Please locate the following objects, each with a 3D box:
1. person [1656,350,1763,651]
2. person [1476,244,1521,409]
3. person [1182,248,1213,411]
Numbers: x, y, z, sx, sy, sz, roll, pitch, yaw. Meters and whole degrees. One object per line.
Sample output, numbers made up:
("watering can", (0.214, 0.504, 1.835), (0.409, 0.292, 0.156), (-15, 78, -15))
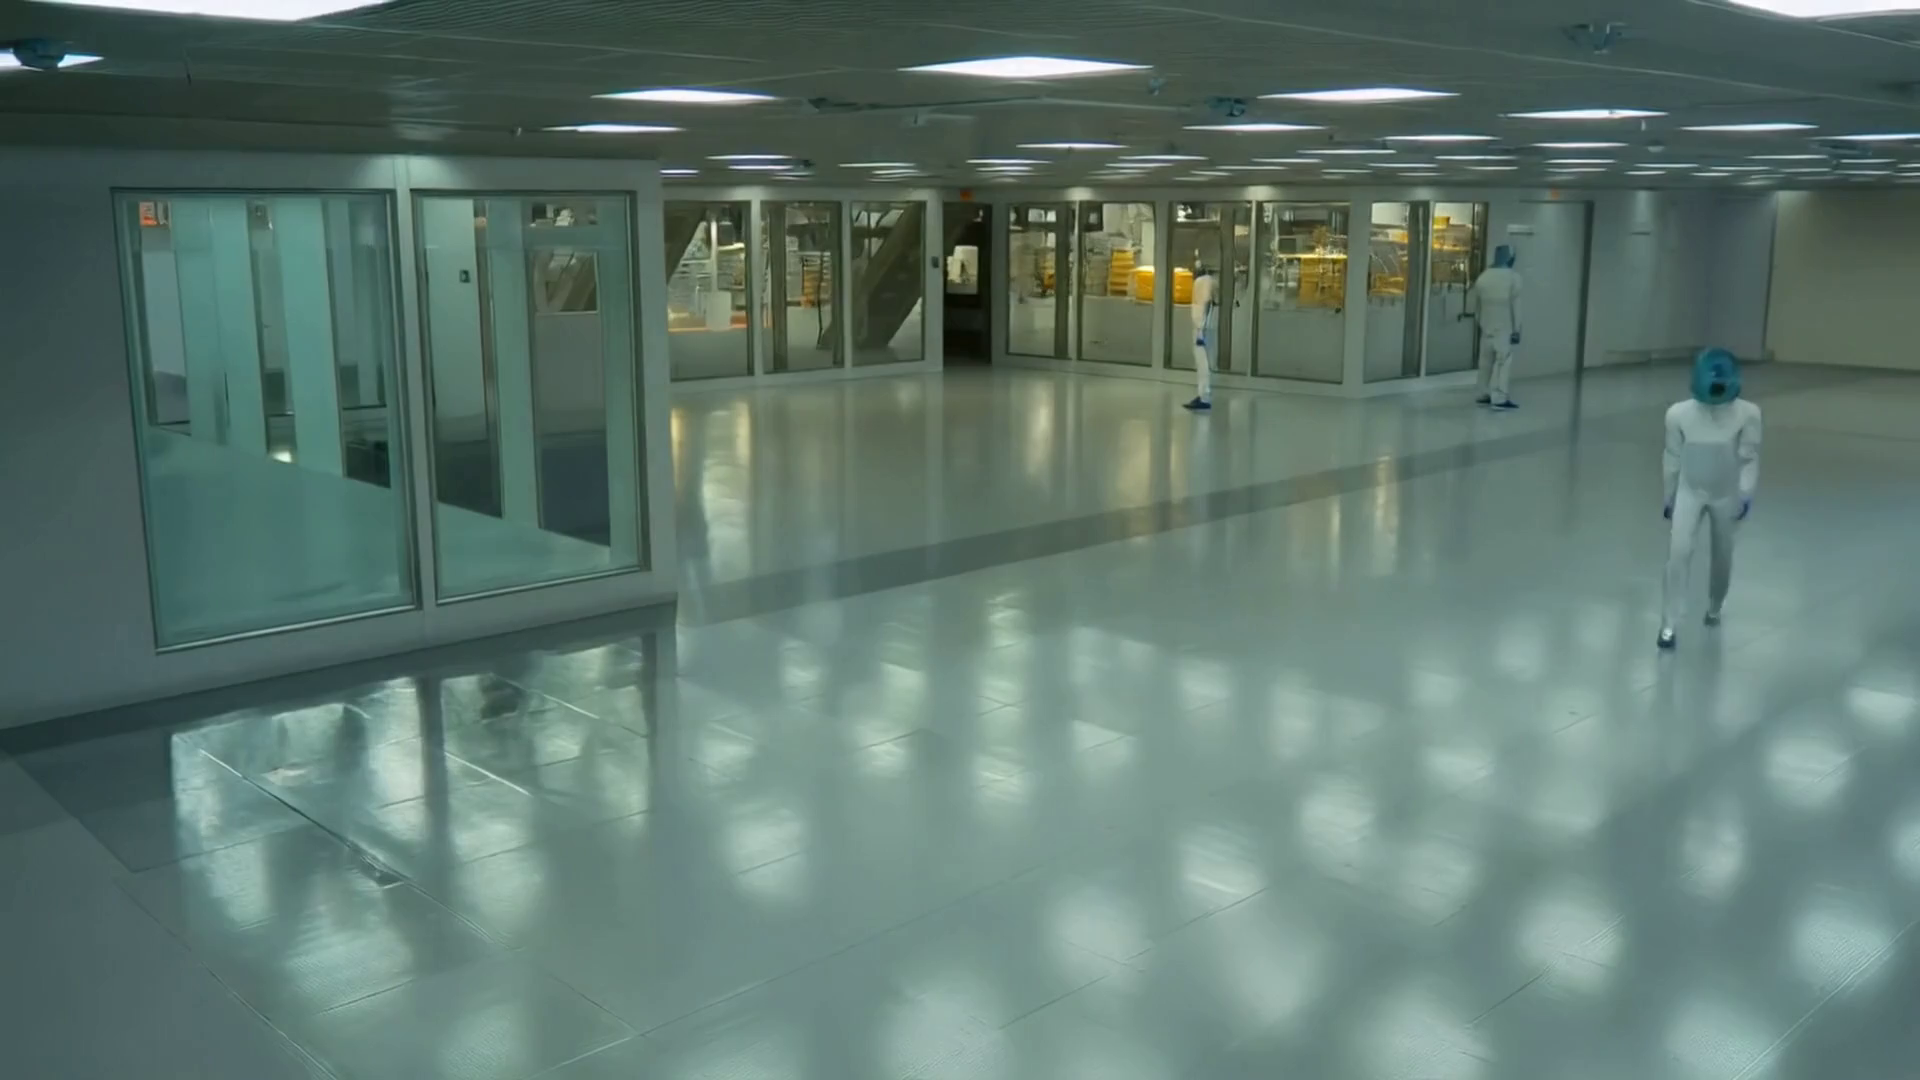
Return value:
("person", (4.054, -0.239, 9.004), (0.496, 1.588, 0.861), (6, 13, 27))
("person", (6.305, -2.483, 19.404), (0.409, 1.907, 0.650), (-5, 12, -24))
("person", (2.764, -2.423, 19.221), (0.317, 1.863, 0.523), (0, 11, 2))
